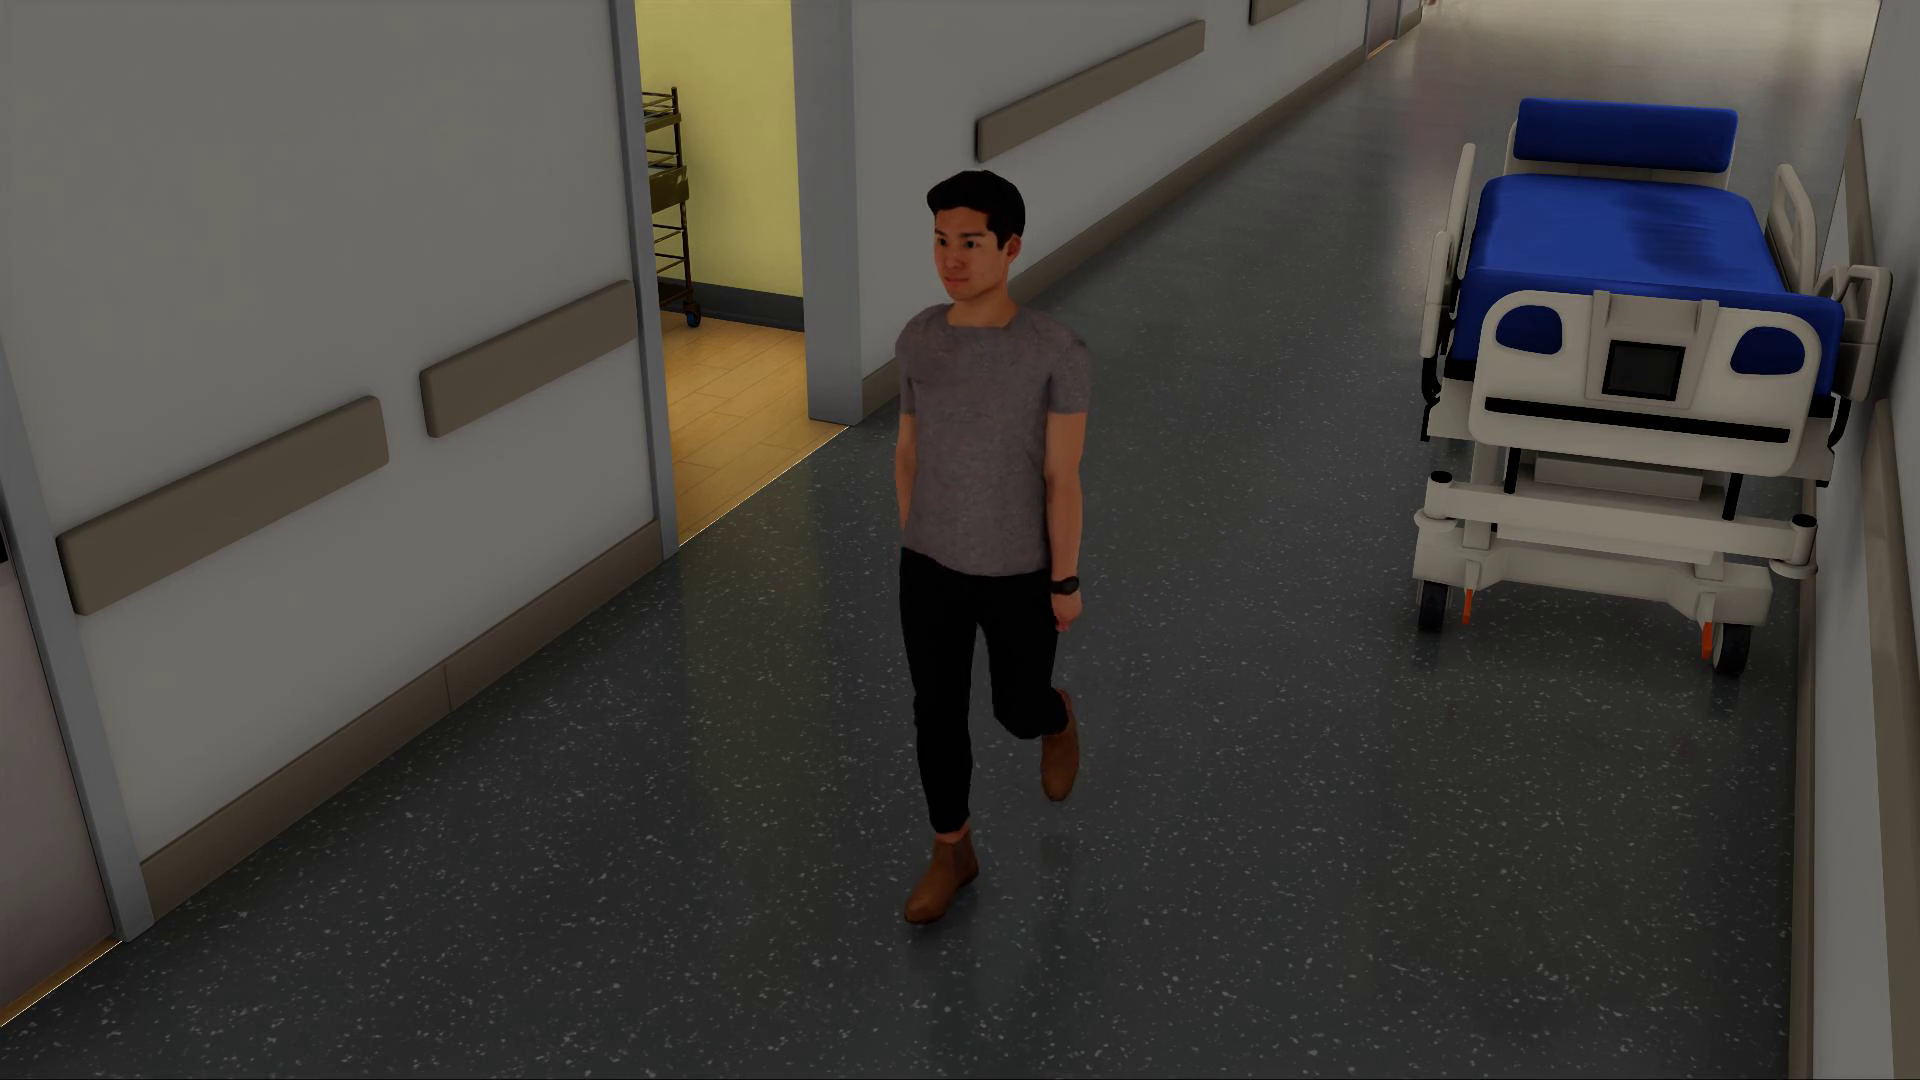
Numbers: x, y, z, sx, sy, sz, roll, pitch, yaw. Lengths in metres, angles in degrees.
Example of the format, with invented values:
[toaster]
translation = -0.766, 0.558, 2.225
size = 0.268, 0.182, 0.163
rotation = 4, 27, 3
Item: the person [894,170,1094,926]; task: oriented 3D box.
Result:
[person]
translation = 0.094, 0.014, 3.746
size = 0.871, 1.703, 0.666
rotation = 11, 28, 22
